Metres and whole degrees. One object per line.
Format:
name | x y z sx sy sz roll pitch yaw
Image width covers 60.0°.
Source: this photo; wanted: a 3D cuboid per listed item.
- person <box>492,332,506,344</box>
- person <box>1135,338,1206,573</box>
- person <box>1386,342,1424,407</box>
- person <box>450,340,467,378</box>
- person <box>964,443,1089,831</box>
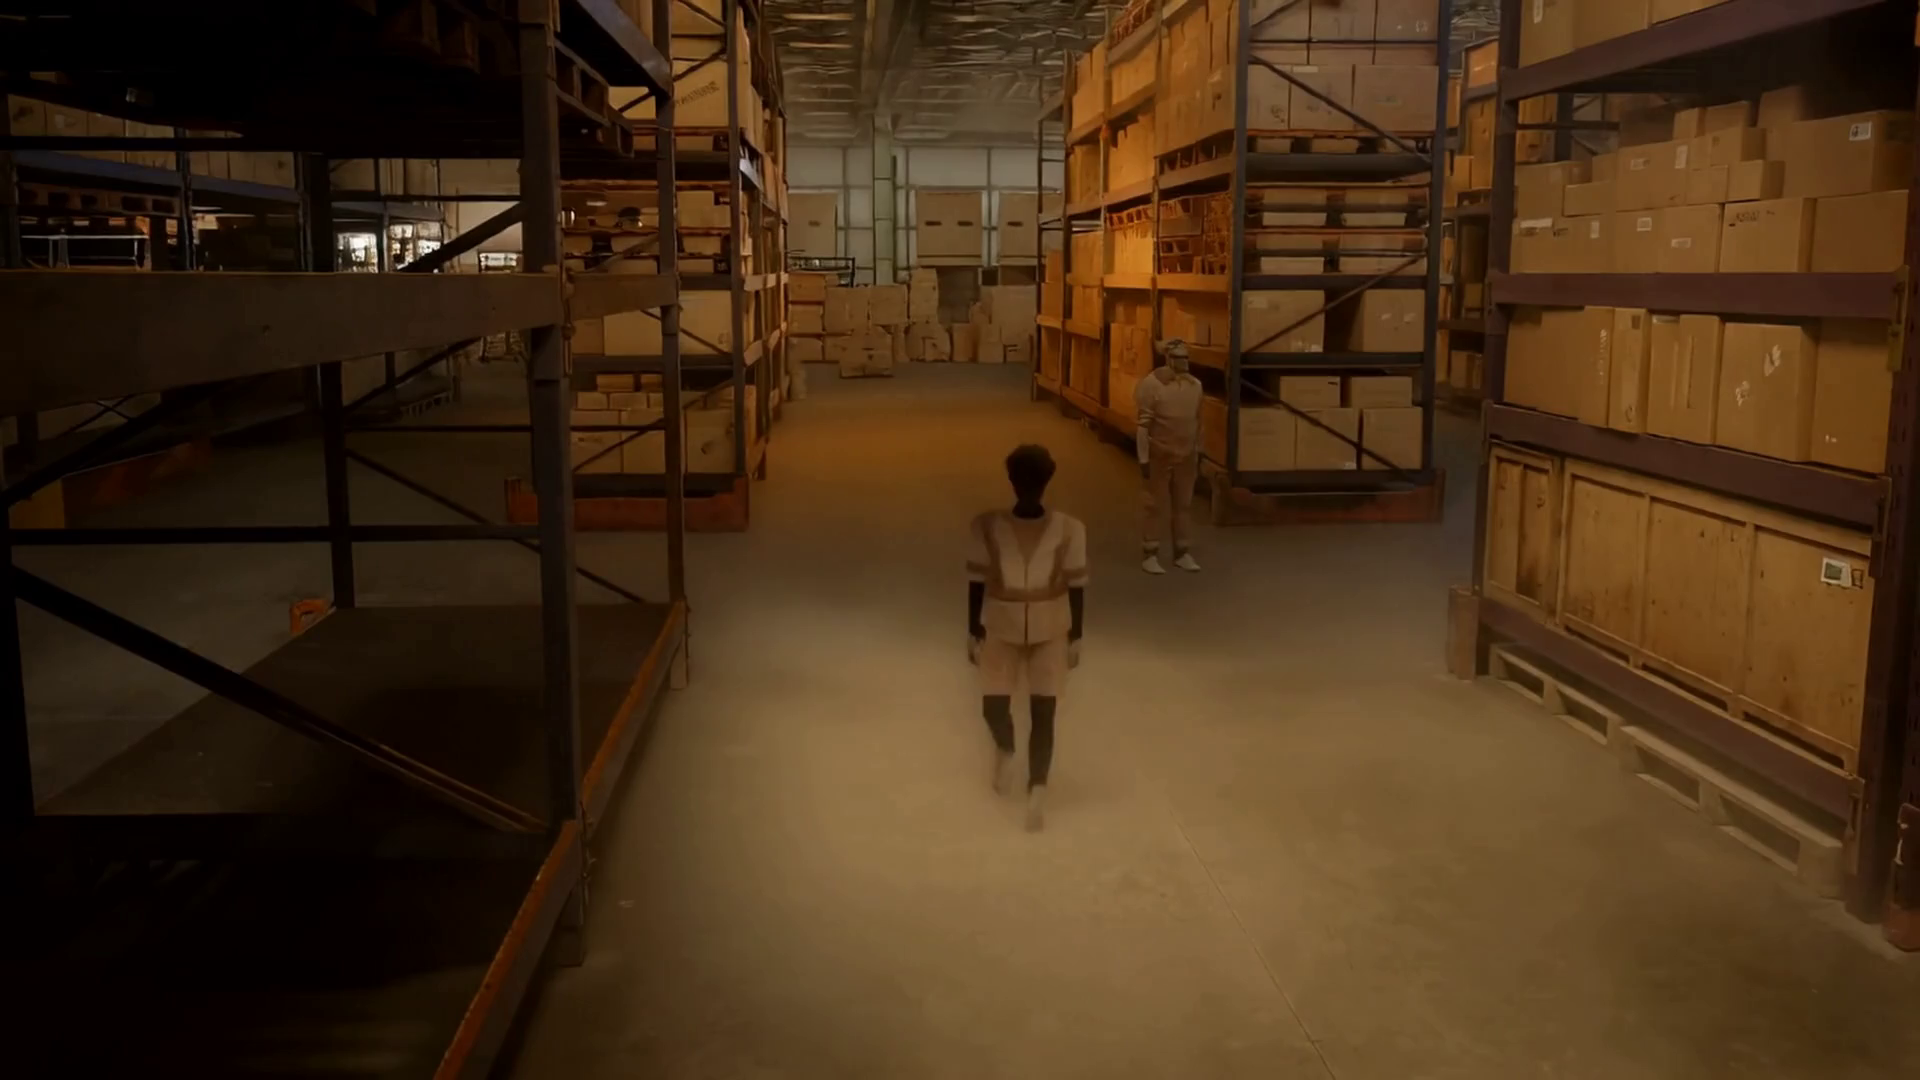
person | -15.998 -7.741 57.864 0.678 1.876 0.684 6 11 33
person | 1.728 -0.681 13.494 0.642 1.900 0.400 -4 10 -25
person | 6.529 -2.346 24.174 0.636 1.825 0.718 0 9 2
person | -11.269 -4.414 36.998 0.599 1.870 0.410 -4 10 -22
person | 0.291 0.405 7.292 0.548 1.685 0.451 0 9 2
